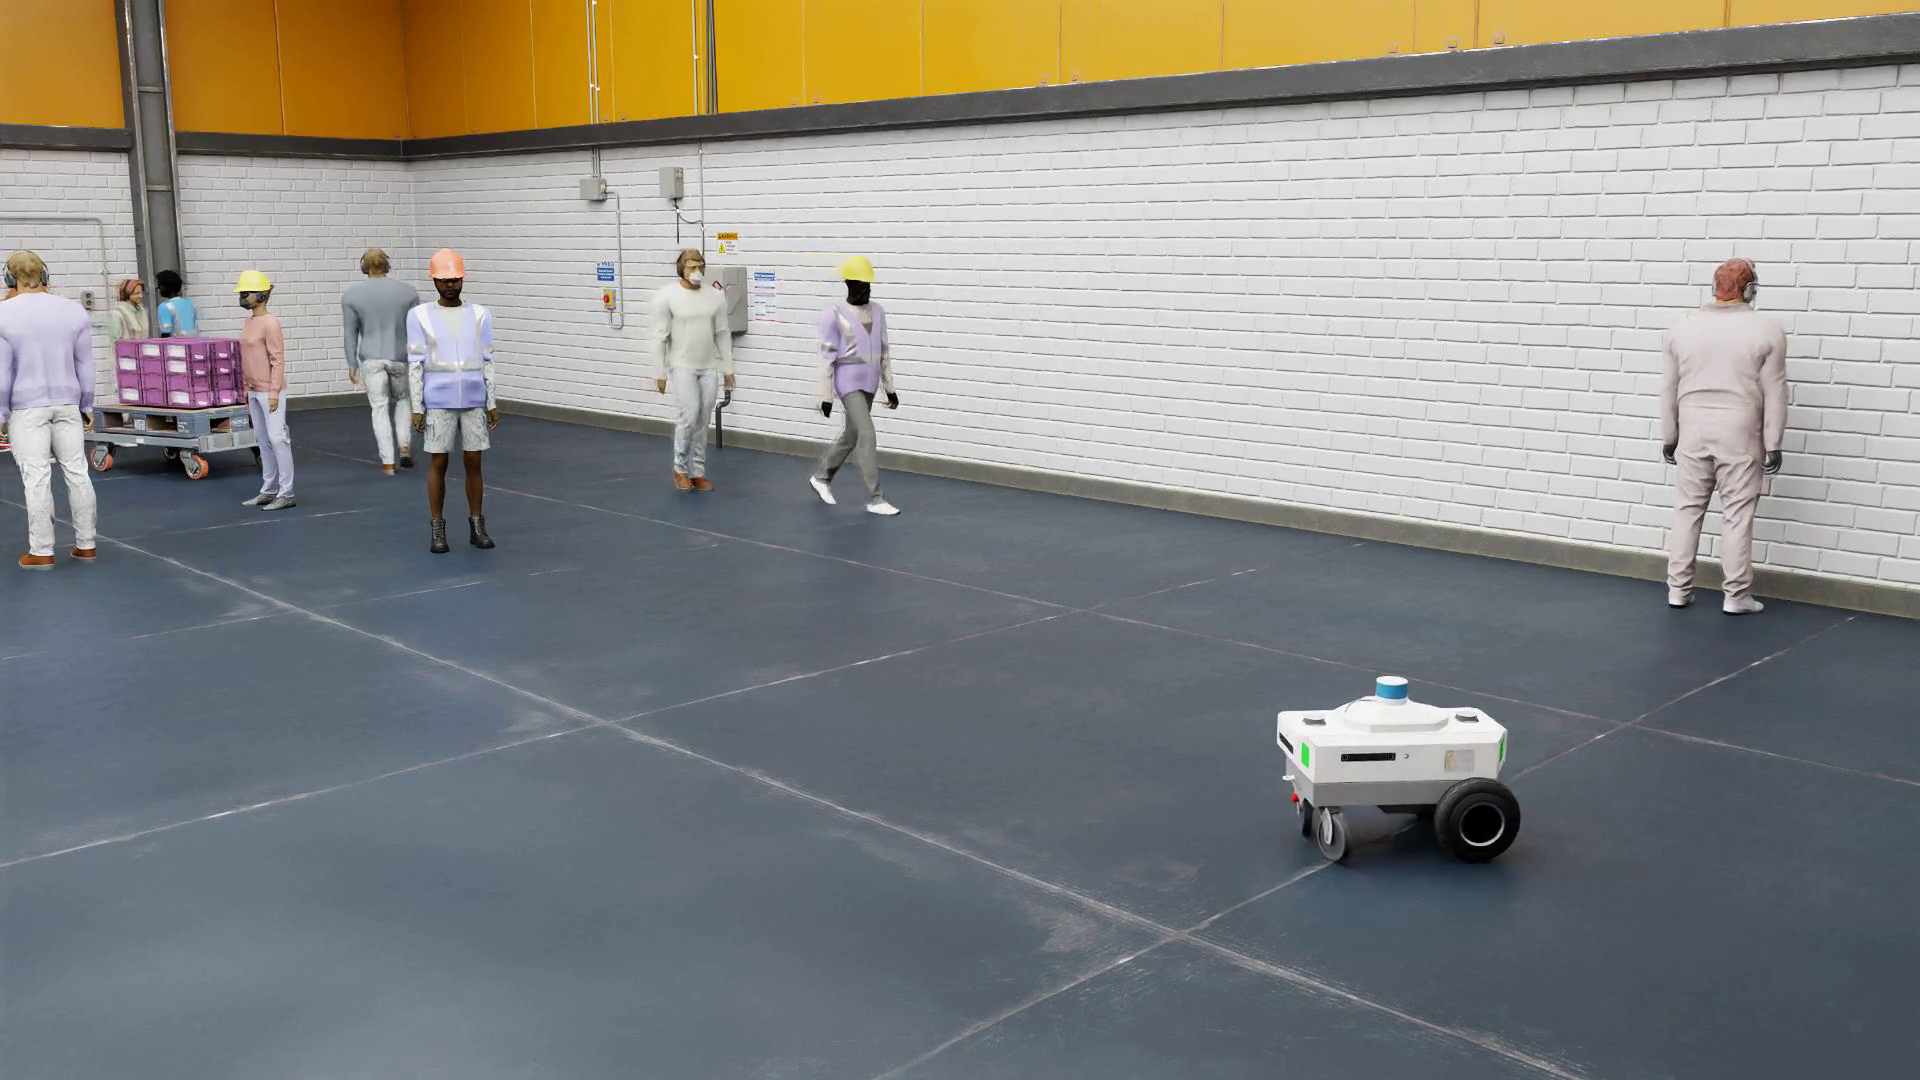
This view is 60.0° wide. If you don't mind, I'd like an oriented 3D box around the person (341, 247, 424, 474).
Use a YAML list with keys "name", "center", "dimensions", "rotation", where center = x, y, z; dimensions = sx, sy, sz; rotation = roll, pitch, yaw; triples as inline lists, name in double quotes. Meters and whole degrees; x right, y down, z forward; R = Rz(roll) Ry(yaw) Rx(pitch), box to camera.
- name: "person"
  center: [-4.888, -1.516, 14.133]
  dimensions: [0.654, 1.921, 0.446]
  rotation: [-5, 11, -25]

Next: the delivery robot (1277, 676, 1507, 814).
- name: "delivery robot"
  center: [1.427, 0.698, 5.537]
  dimensions: [0.707, 0.478, 0.477]
  rotation: [-1, 10, -4]

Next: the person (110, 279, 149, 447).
- name: "person"
  center: [-7.864, -1.676, 15.833]
  dimensions: [0.592, 1.605, 0.528]
  rotation: [2, 11, 11]

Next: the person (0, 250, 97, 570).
- name: "person"
  center: [-5.567, -0.781, 10.099]
  dimensions: [0.371, 1.933, 0.627]
  rotation: [8, 13, 37]

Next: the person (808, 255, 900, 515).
- name: "person"
  center: [-0.807, -1.153, 12.272]
  dimensions: [0.951, 1.890, 0.587]
  rotation: [8, 13, 37]

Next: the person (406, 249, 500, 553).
- name: "person"
  center: [-3.232, -0.887, 10.660]
  dimensions: [0.553, 1.935, 0.363]
  rotation: [-6, 12, -29]

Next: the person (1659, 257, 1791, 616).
- name: "person"
  center: [4.095, -0.551, 8.918]
  dimensions: [0.651, 1.906, 0.403]
  rotation: [10, 14, 42]

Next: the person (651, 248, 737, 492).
- name: "person"
  center: [-2.066, -1.321, 13.077]
  dimensions: [0.637, 1.925, 0.484]
  rotation: [-9, 14, -41]

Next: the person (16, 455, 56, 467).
- name: "person"
  center: [-8.129, -1.438, 14.572]
  dimensions: [0.549, 1.597, 0.740]
  rotation: [5, 11, 24]

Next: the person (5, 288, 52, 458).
- name: "person"
  center: [-8.305, -1.488, 14.854]
  dimensions: [0.511, 1.619, 0.335]
  rotation: [0, 10, -2]

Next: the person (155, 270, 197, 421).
- name: "person"
  center: [-7.796, -1.850, 16.604]
  dimensions: [0.493, 1.678, 0.618]
  rotation: [2, 11, 12]

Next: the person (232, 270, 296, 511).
- name: "person"
  center: [-5.160, -1.101, 12.302]
  dimensions: [0.525, 1.769, 0.314]
  rotation: [10, 14, 43]
